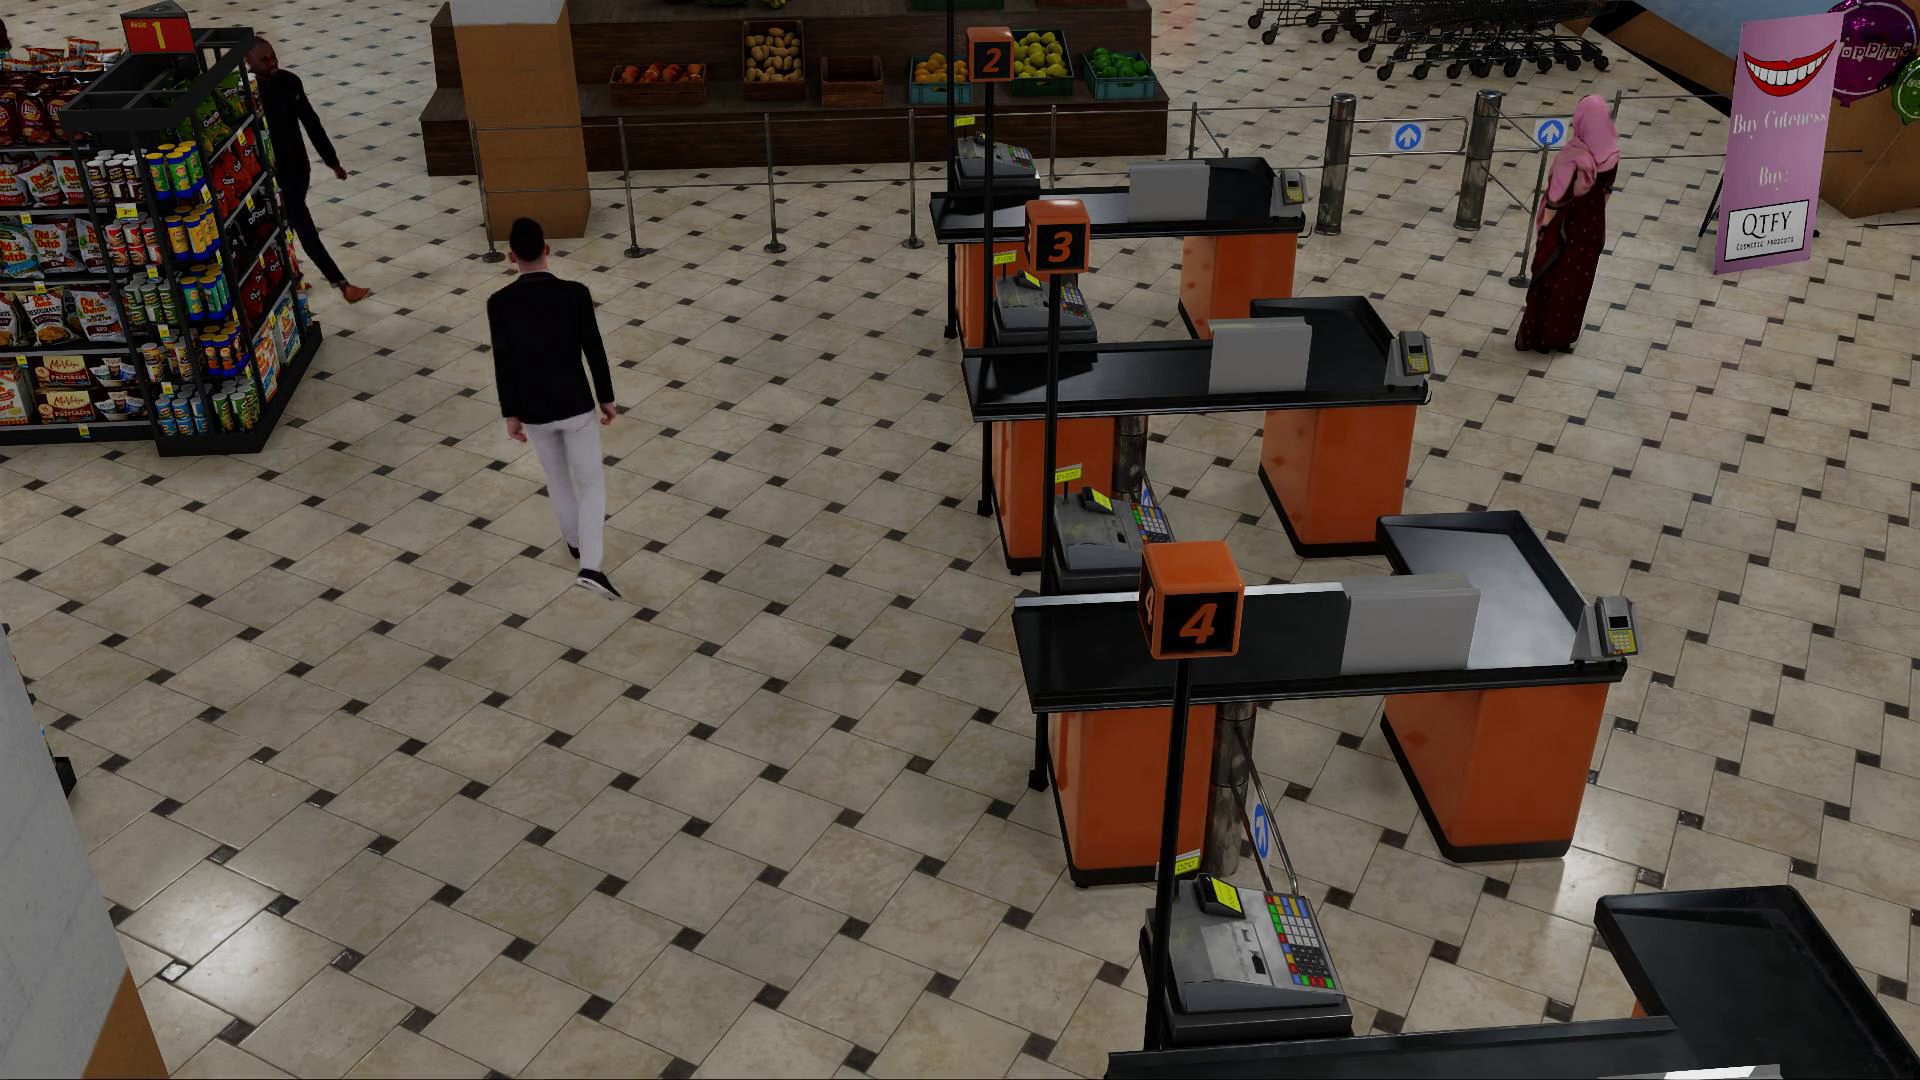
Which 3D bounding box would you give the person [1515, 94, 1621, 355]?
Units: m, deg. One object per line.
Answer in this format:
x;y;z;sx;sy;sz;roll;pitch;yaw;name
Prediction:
3.764;-1.930;10.214;0.634;1.636;0.784;-11;34;-17;person

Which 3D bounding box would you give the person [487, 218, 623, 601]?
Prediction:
-1.913;-0.558;7.850;1.104;1.804;0.795;-3;32;-5;person

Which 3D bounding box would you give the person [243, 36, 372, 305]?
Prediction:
-4.457;-2.366;10.799;1.284;1.758;1.030;9;33;14;person
